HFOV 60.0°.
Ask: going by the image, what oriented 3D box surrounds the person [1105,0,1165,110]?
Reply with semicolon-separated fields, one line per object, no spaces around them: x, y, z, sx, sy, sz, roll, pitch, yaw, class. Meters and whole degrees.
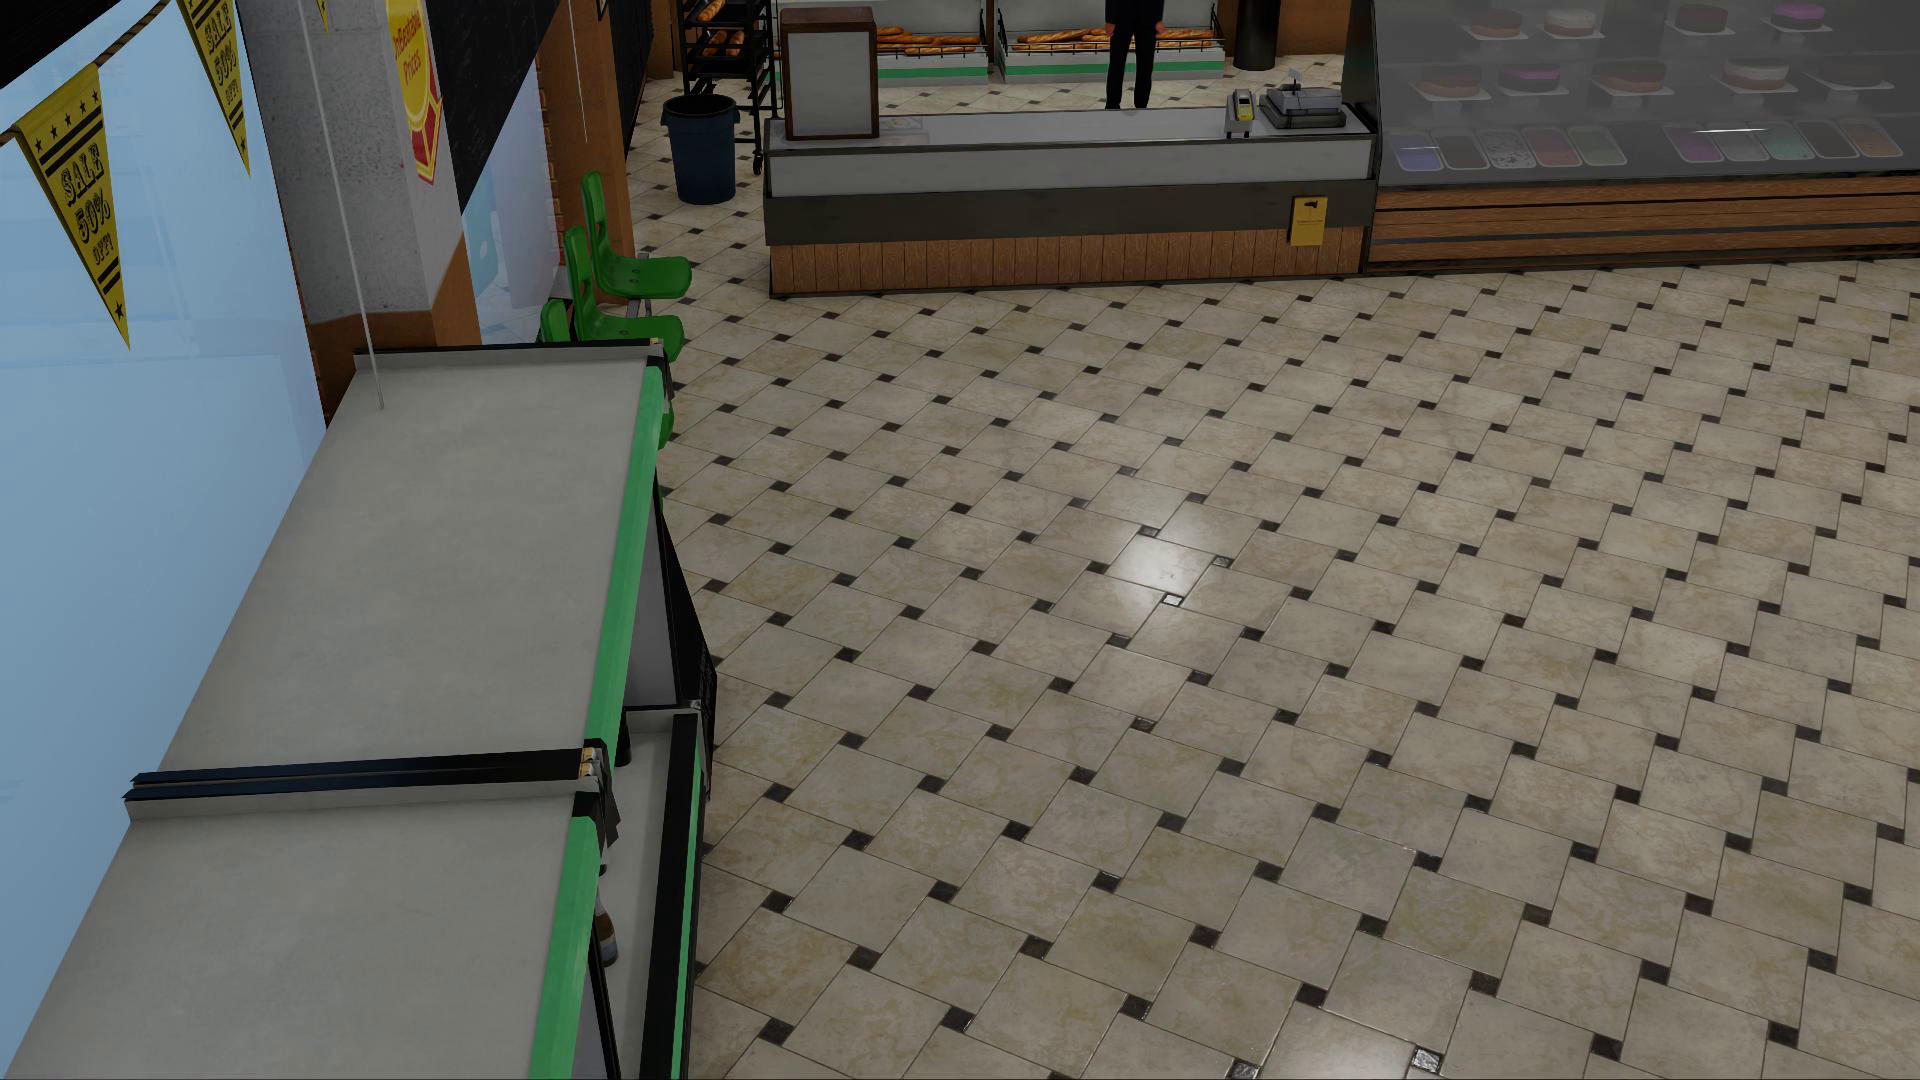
1.421;-4.240;13.469;0.632;1.867;0.555;-3;32;-5;person
